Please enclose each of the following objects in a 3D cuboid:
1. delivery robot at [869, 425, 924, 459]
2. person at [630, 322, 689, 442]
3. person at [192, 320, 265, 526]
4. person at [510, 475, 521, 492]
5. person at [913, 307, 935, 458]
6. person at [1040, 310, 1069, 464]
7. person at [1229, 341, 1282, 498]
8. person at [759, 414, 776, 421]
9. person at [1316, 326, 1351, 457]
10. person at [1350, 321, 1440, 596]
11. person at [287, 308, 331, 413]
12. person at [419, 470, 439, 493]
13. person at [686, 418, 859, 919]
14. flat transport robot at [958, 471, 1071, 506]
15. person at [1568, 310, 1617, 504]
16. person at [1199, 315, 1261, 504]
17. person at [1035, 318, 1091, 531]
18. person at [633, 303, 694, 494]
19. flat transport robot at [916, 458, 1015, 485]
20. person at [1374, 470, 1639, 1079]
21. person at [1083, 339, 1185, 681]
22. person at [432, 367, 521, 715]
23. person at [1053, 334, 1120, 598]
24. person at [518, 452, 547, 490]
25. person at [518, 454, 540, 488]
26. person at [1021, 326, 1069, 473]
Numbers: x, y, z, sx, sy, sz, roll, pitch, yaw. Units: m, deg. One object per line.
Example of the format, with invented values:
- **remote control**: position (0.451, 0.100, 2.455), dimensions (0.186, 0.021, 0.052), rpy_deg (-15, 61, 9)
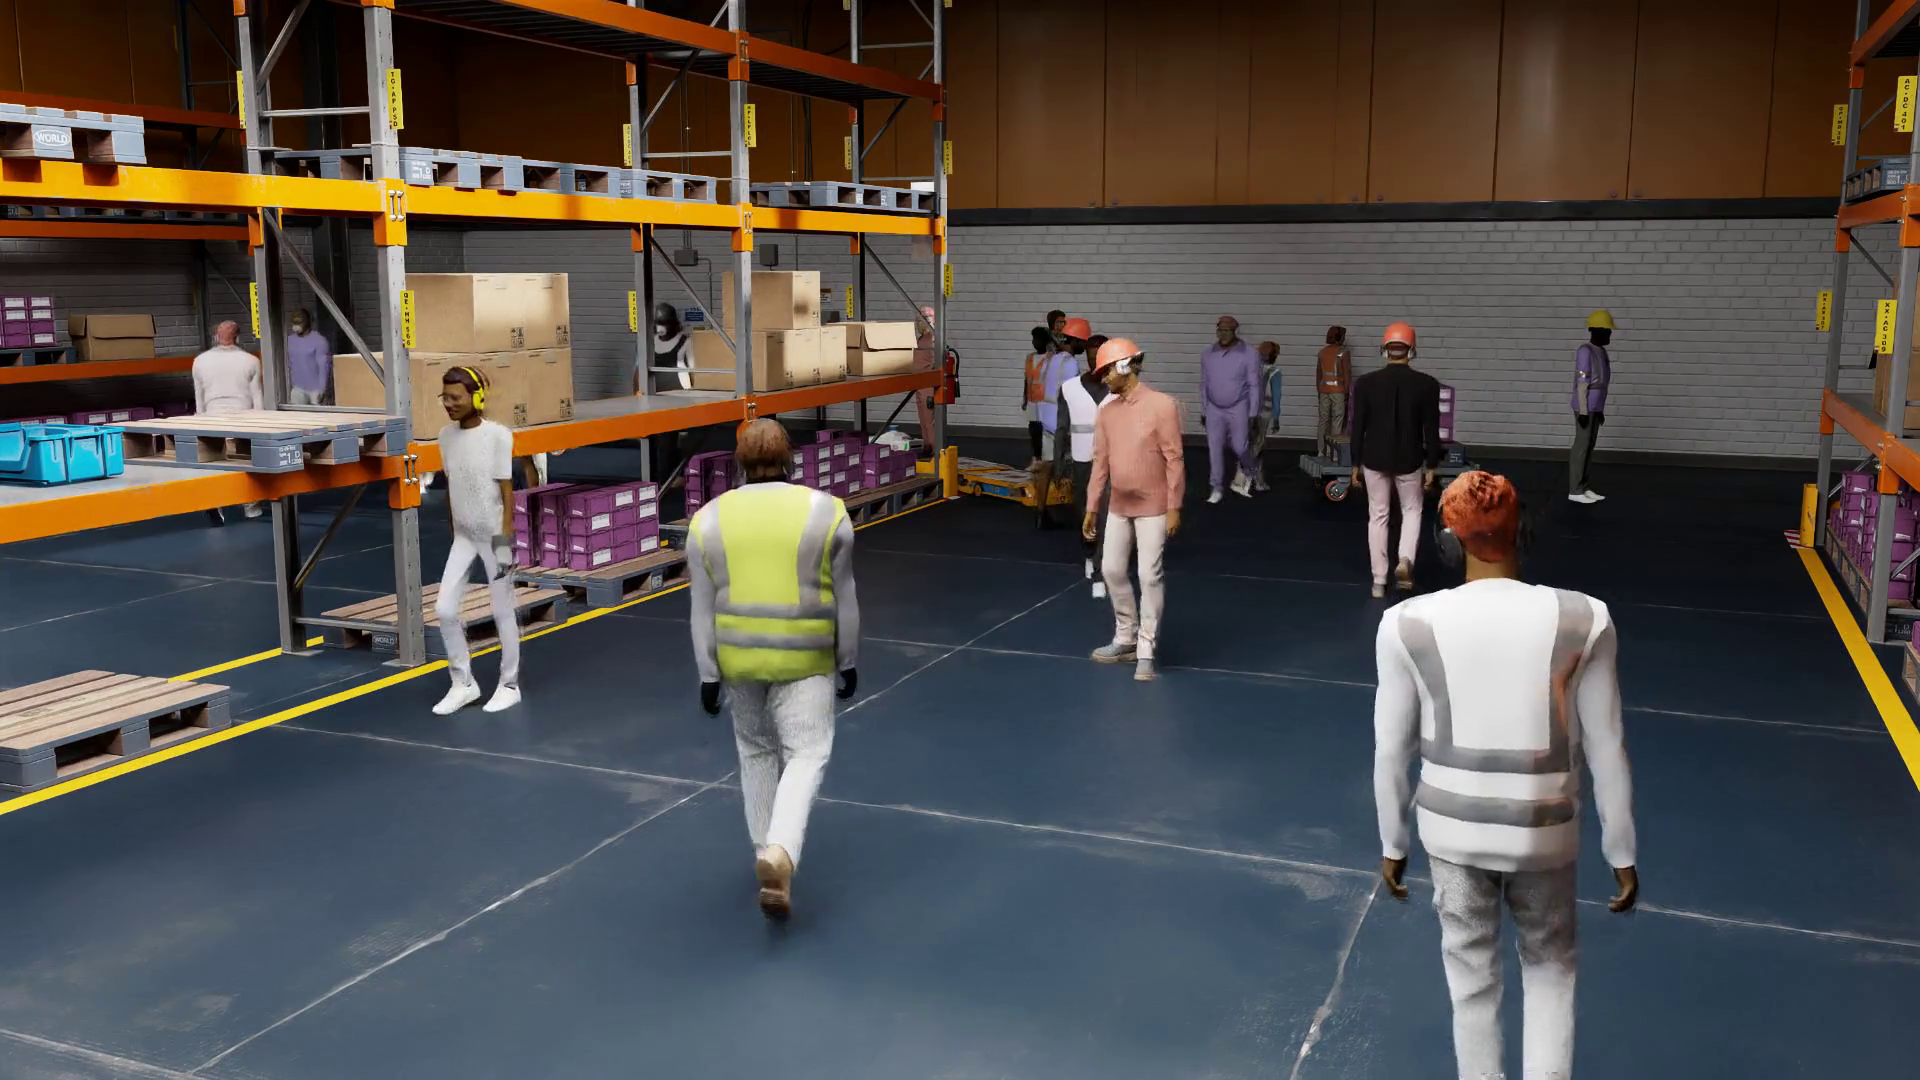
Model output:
- **delivery robot**: position (-0.740, -1.057, 18.856), dimensions (0.707, 0.478, 0.477), rpy_deg (9, 13, 43)
- **person**: position (-4.061, -2.137, 22.339), dimensions (0.842, 1.661, 0.551), rpy_deg (-1, 9, -4)
- **person**: position (-6.709, -1.083, 15.298), dimensions (0.640, 1.880, 0.853), rpy_deg (-2, 9, -9)
- **person**: position (-4.638, -1.147, 16.160), dimensions (0.521, 1.726, 0.779), rpy_deg (9, 13, 43)
- **person**: position (-0.381, -1.694, 18.914), dimensions (0.411, 1.908, 0.643), rpy_deg (-2, 10, -15)
- **person**: position (1.126, -1.825, 19.894), dimensions (0.334, 1.843, 0.513), rpy_deg (4, 10, 21)
- **person**: position (3.027, -1.249, 17.160), dimensions (0.760, 1.596, 0.545), rpy_deg (-6, 11, -34)
- **person**: position (-2.710, -2.339, 22.566), dimensions (0.392, 1.991, 0.613), rpy_deg (3, 10, 15)
- **person**: position (4.554, -1.786, 20.283), dimensions (0.313, 1.637, 0.513), rpy_deg (-7, 11, -35)
- **person**: position (3.072, -0.554, 11.796), dimensions (0.619, 1.981, 0.503), rpy_deg (3, 10, 16)
- **person**: position (-7.521, -1.712, 19.118), dimensions (0.643, 1.874, 1.030), rpy_deg (4, 10, 21)
- **person**: position (-5.610, -1.392, 17.261), dimensions (0.545, 1.850, 0.524), rpy_deg (5, 11, 29)
- **person**: position (-0.696, 0.459, 6.139), dimensions (0.617, 1.812, 0.794), rpy_deg (1, 9, 7)
- **flat transport robot**: position (0.620, -0.538, 16.854), dimensions (0.652, 0.197, 1.431), rpy_deg (-6, 11, -32)
- **person**: position (6.346, -1.338, 16.689), dimensions (0.385, 1.928, 0.589), rpy_deg (7, 12, 38)
- **person**: position (2.731, -1.321, 16.738), dimensions (0.663, 1.883, 0.704), rpy_deg (5, 11, 28)
- **person**: position (0.967, -1.014, 14.786), dimensions (0.676, 1.898, 0.580), rpy_deg (-4, 10, -20)
- **person**: position (-3.079, -1.517, 17.433), dimensions (0.684, 2.000, 1.043), rpy_deg (4, 10, 25)
- **flat transport robot**: position (-0.010, -0.749, 18.129), dimensions (0.652, 0.197, 1.431), rpy_deg (-5, 11, -29)
- **person**: position (1.350, 0.764, 4.142), dimensions (0.655, 1.861, 0.475), rpy_deg (3, 10, 16)
- **person**: position (1.038, -0.183, 9.660), dimensions (0.425, 1.947, 0.703), rpy_deg (-9, 13, -42)
- **person**: position (-2.535, 0.021, 8.723), dimensions (0.539, 1.849, 0.617), rpy_deg (3, 10, 20)
- **person**: position (0.996, -0.573, 12.213), dimensions (0.603, 1.883, 0.933), rpy_deg (1, 9, 7)
- **person**: position (-4.466, -1.374, 17.243), dimensions (0.405, 1.824, 0.586), rpy_deg (-4, 10, -22)
- **person**: position (-4.185, -1.100, 15.288), dimensions (0.759, 1.909, 0.584), rpy_deg (-8, 12, -40)
- **person**: position (0.956, -1.606, 19.039), dimensions (0.437, 1.684, 0.540), rpy_deg (-7, 12, -38)
